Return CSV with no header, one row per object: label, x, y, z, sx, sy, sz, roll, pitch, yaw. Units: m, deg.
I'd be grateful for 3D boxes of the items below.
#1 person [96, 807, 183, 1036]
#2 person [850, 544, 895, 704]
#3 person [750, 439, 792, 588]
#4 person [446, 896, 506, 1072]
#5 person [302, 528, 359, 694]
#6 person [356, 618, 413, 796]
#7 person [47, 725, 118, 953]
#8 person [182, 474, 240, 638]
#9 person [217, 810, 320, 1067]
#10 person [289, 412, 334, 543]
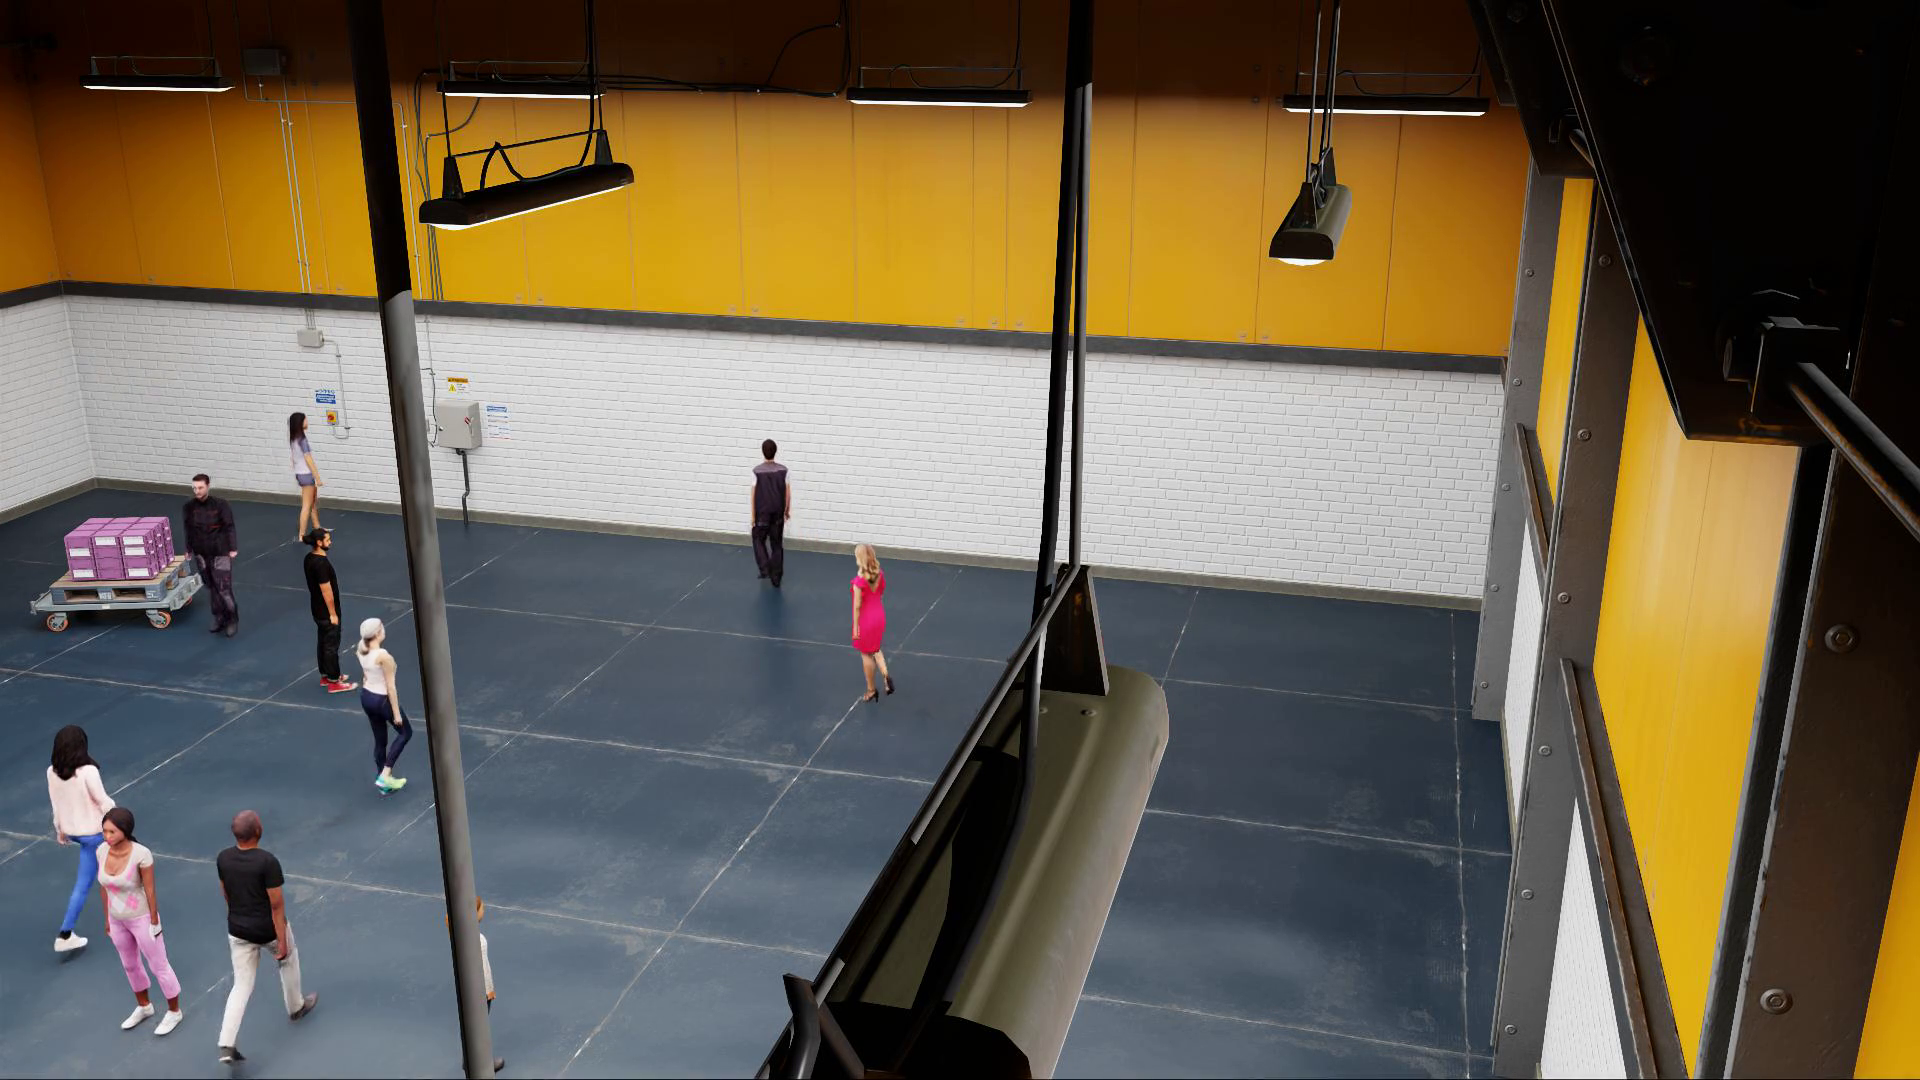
person,-5.773,2.651,11.633,0.558,1.739,0.532,4,19,13
person,-0.849,0.874,16.948,0.806,1.714,0.781,16,24,39
person,-2.295,-0.295,20.230,0.796,1.835,0.824,-6,20,-18
person,-3.295,3.005,11.248,0.532,1.312,0.565,16,24,39
person,-6.618,0.722,17.332,0.750,1.756,0.714,-13,23,-35
person,-5.293,1.536,15.008,0.700,1.697,0.719,12,22,31
person,-6.730,2.299,12.696,0.784,1.726,1.220,8,20,23
person,-8.456,0.130,18.876,0.745,1.894,0.750,2,19,5
person,-4.850,2.734,11.349,0.776,1.763,1.279,2,19,7
person,-8.687,-0.834,21.994,0.877,1.731,0.798,-15,24,-38
